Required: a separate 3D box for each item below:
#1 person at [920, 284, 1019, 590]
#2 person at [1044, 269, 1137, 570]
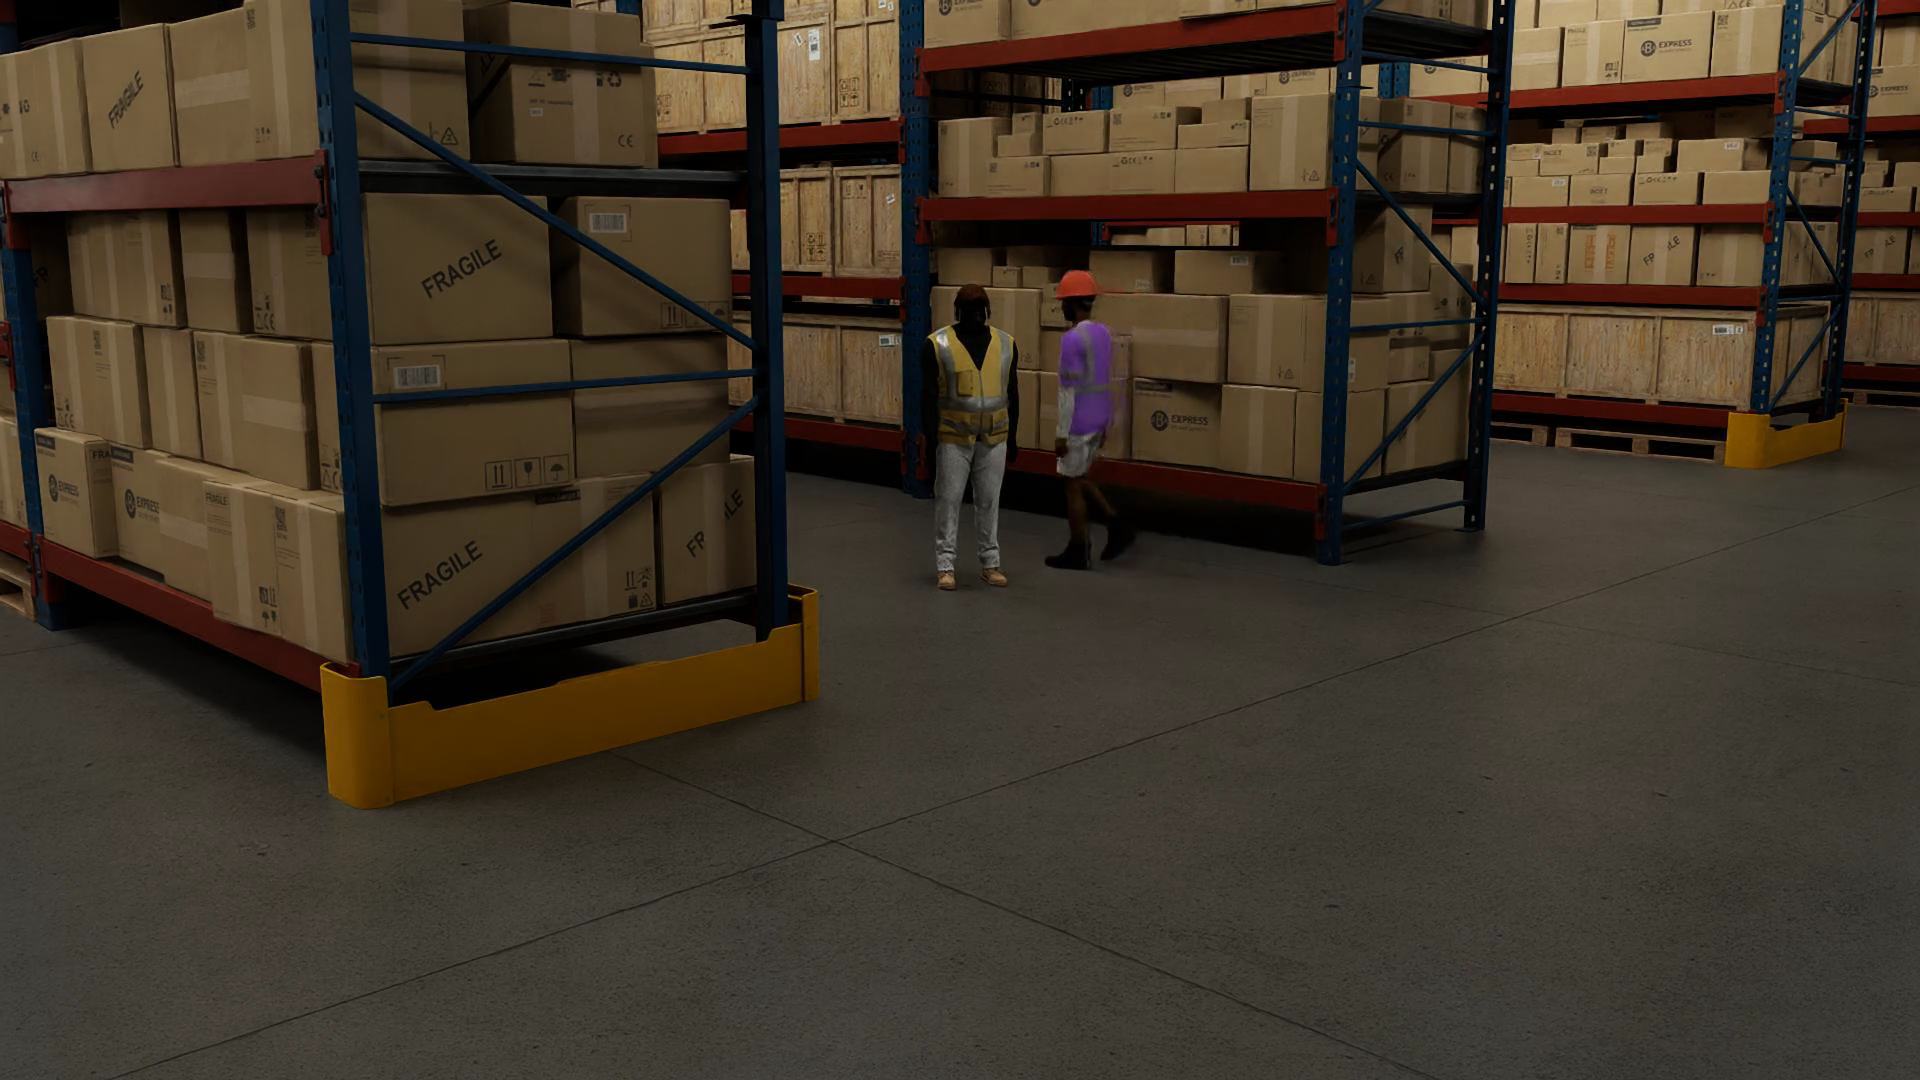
[{"bbox_3d":[0.072,-0.619,10.065,0.626,1.844,0.429,-3,11,-17],"label":"person"},{"bbox_3d":[0.793,-0.746,10.561,0.484,1.922,0.542,5,12,28],"label":"person"}]
